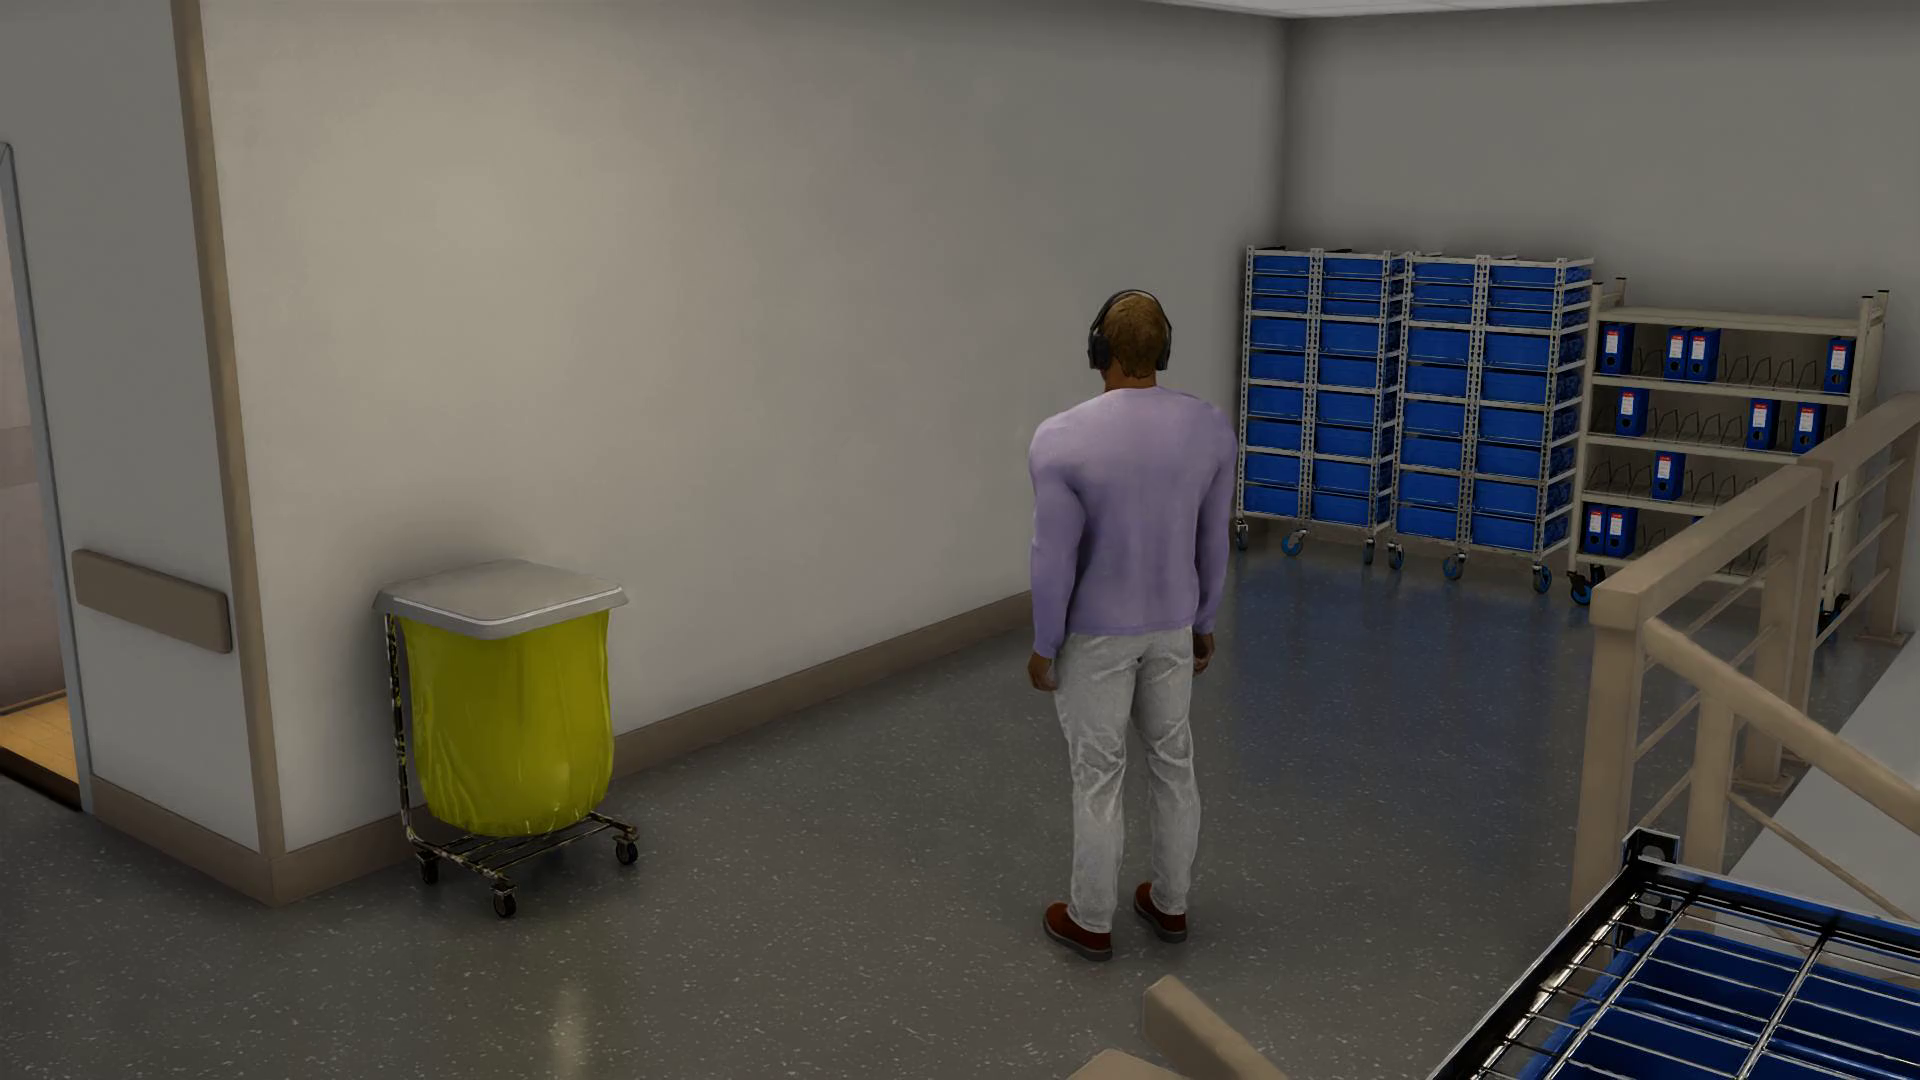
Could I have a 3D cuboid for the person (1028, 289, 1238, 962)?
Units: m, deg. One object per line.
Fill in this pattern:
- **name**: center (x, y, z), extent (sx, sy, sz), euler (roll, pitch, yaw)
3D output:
- **person**: center (0.472, 0.258, 4.767), extent (0.630, 1.940, 0.372), euler (-6, 15, -22)
